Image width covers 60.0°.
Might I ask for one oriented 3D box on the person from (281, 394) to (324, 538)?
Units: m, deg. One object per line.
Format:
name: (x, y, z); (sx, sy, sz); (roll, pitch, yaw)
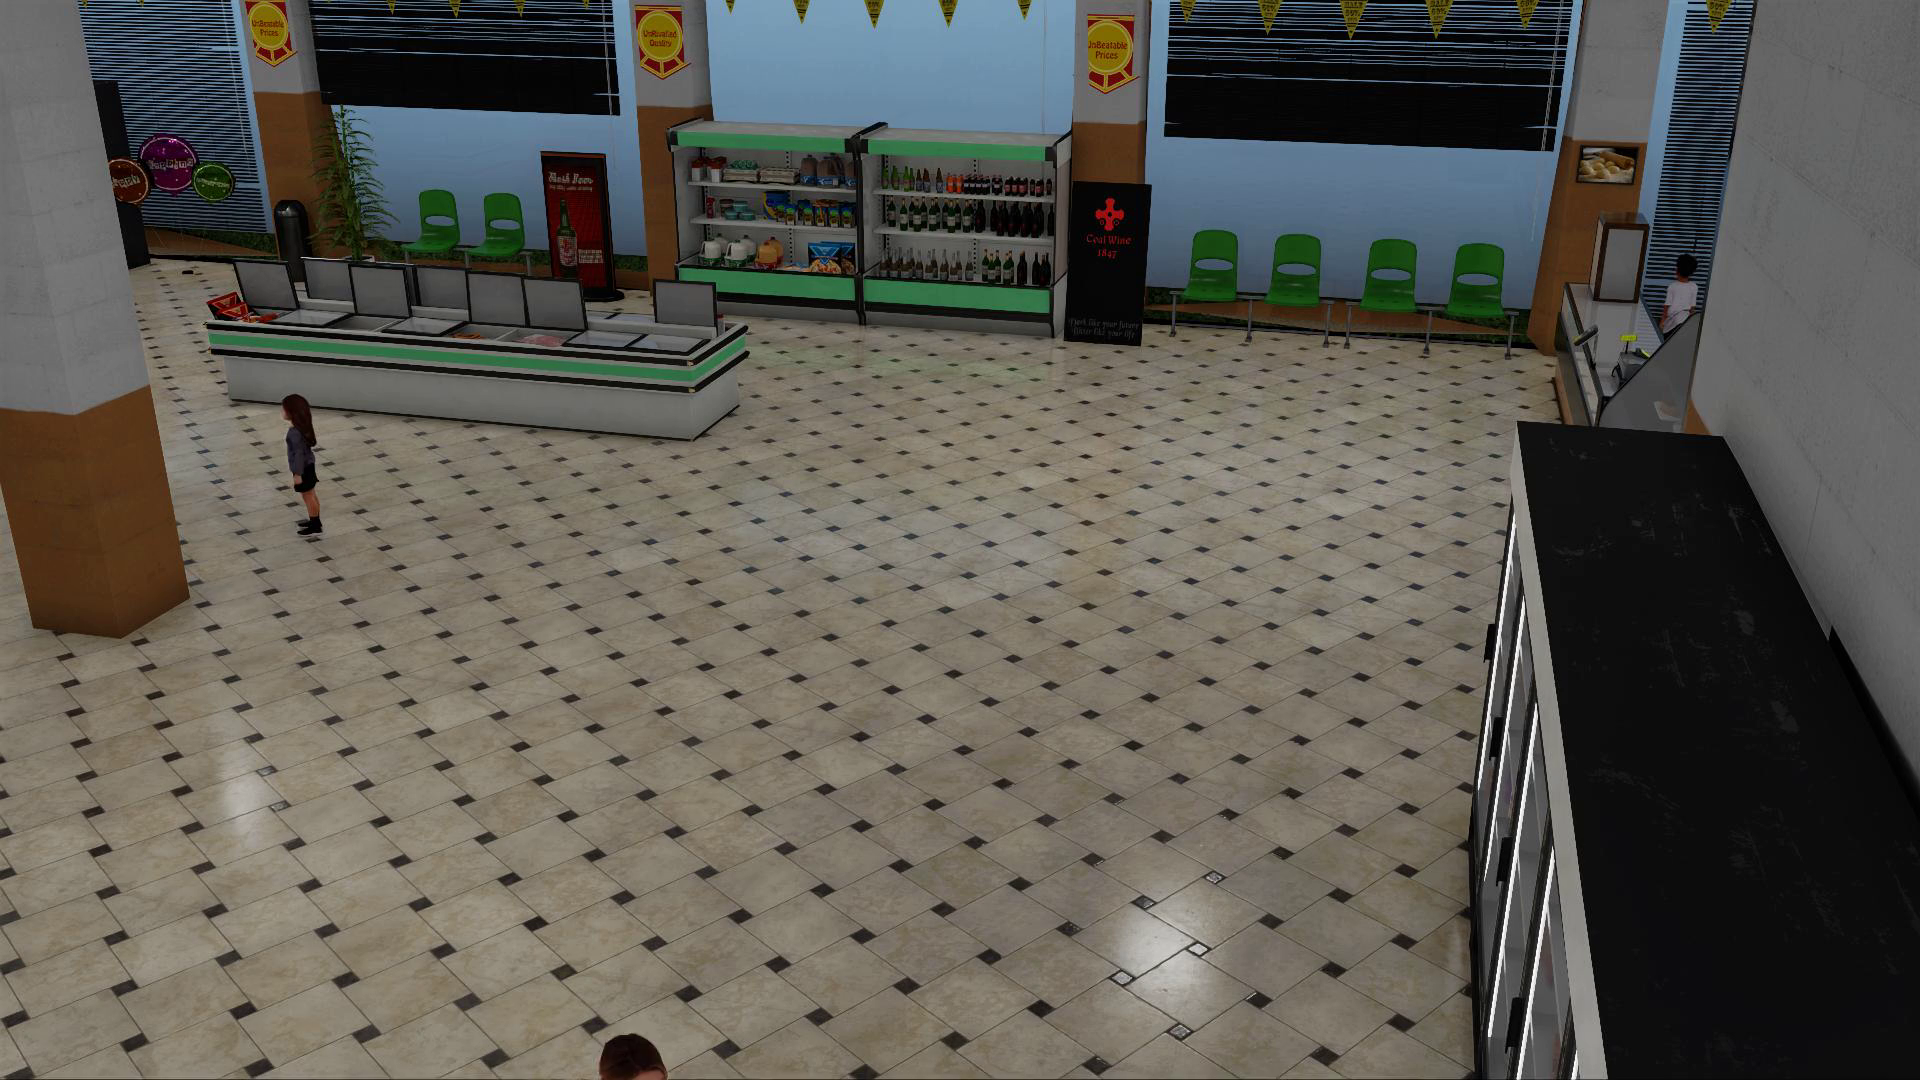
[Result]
person: (-4.983, -0.577, 12.611); (0.568, 1.106, 0.540); (-6, 23, -14)

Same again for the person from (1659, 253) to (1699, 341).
person: (7.101, -2.203, 16.451); (0.526, 1.262, 0.616); (-2, 22, -5)
